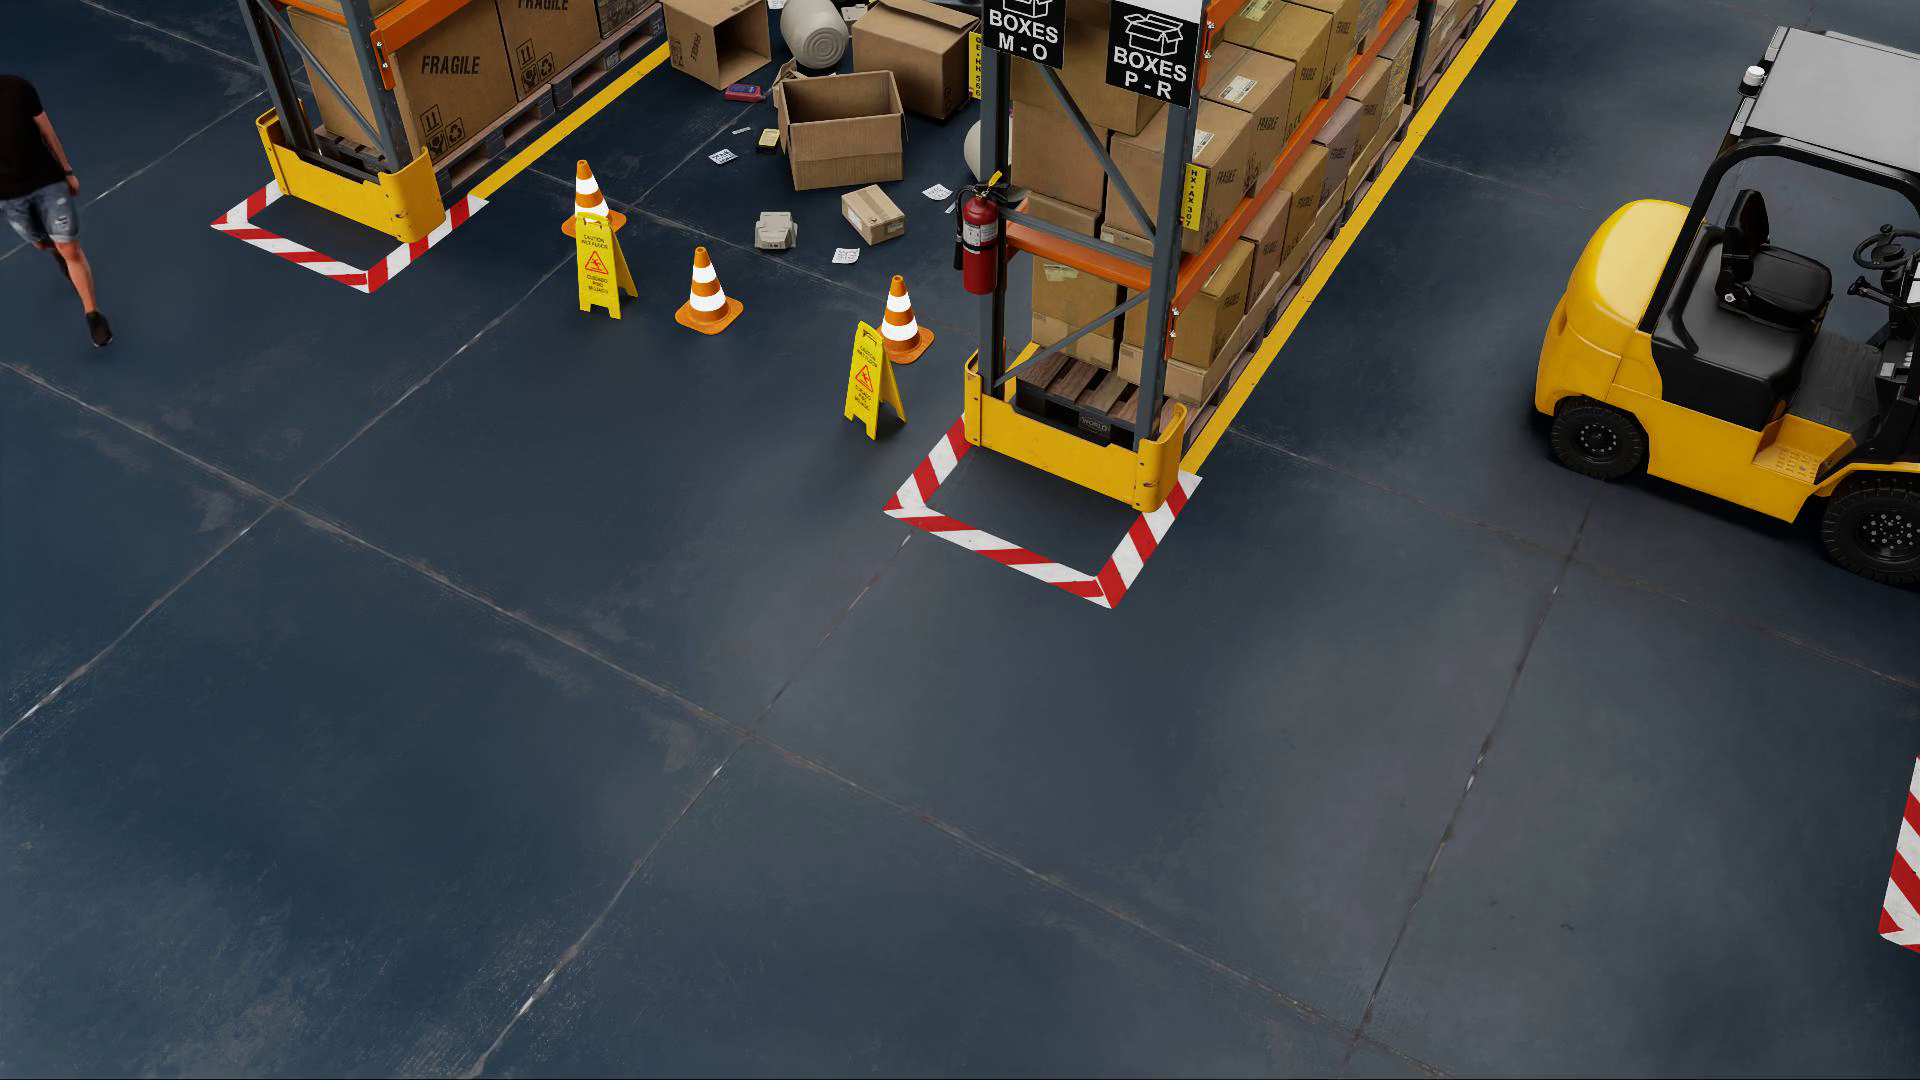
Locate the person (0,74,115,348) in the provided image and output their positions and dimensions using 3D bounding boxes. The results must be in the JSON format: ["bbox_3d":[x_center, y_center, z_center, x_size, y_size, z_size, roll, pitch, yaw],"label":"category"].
[{"bbox_3d":[-5.159,-2.004,9.185,1.212,1.818,1.142,-21,51,-18],"label":"person"}]
